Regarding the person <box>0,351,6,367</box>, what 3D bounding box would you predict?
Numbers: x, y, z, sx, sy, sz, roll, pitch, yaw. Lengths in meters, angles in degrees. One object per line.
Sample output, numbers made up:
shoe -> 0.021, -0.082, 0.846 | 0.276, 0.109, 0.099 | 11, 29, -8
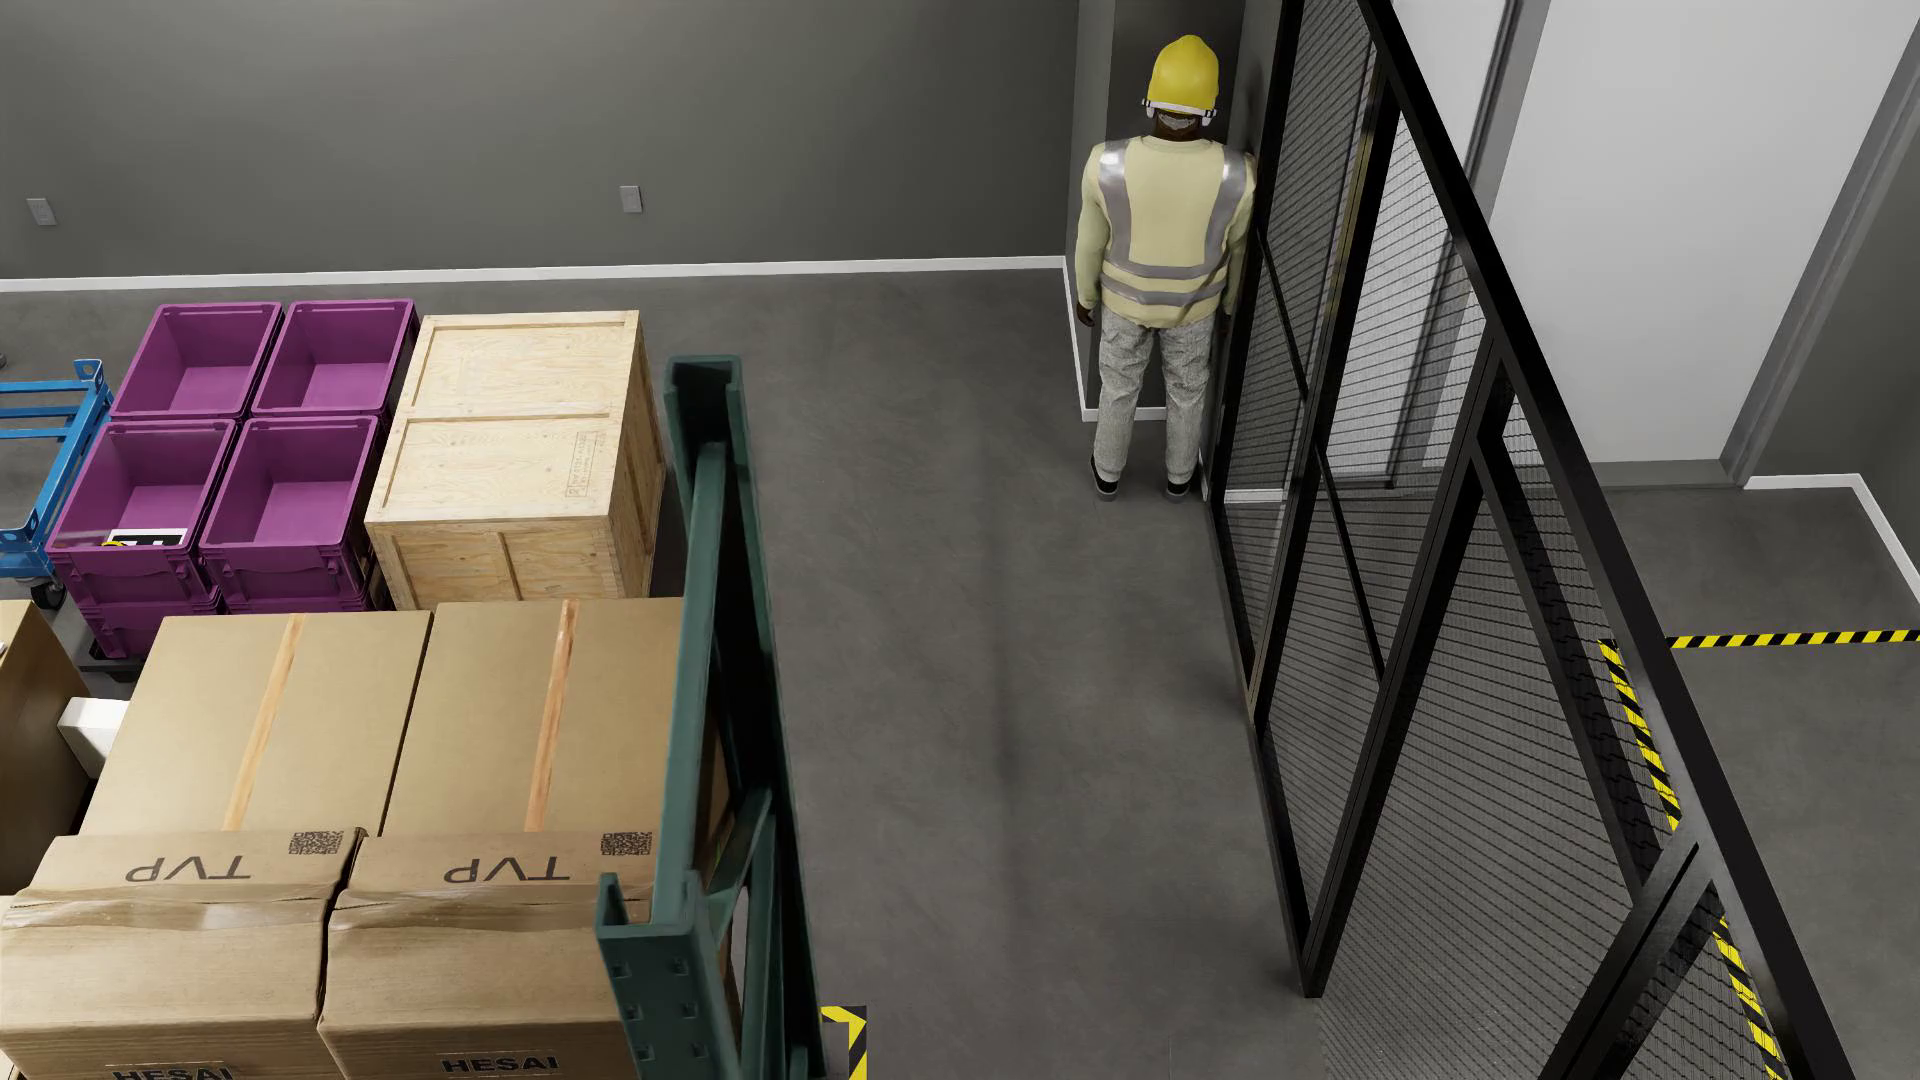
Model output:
person -> -4.030, -1.266, 5.964 | 0.359, 1.938, 0.635 | -4, 46, -4

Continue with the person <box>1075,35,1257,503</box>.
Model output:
person -> 0.685, -0.857, 5.647 | 0.599, 1.832, 0.404 | 4, 46, 3
